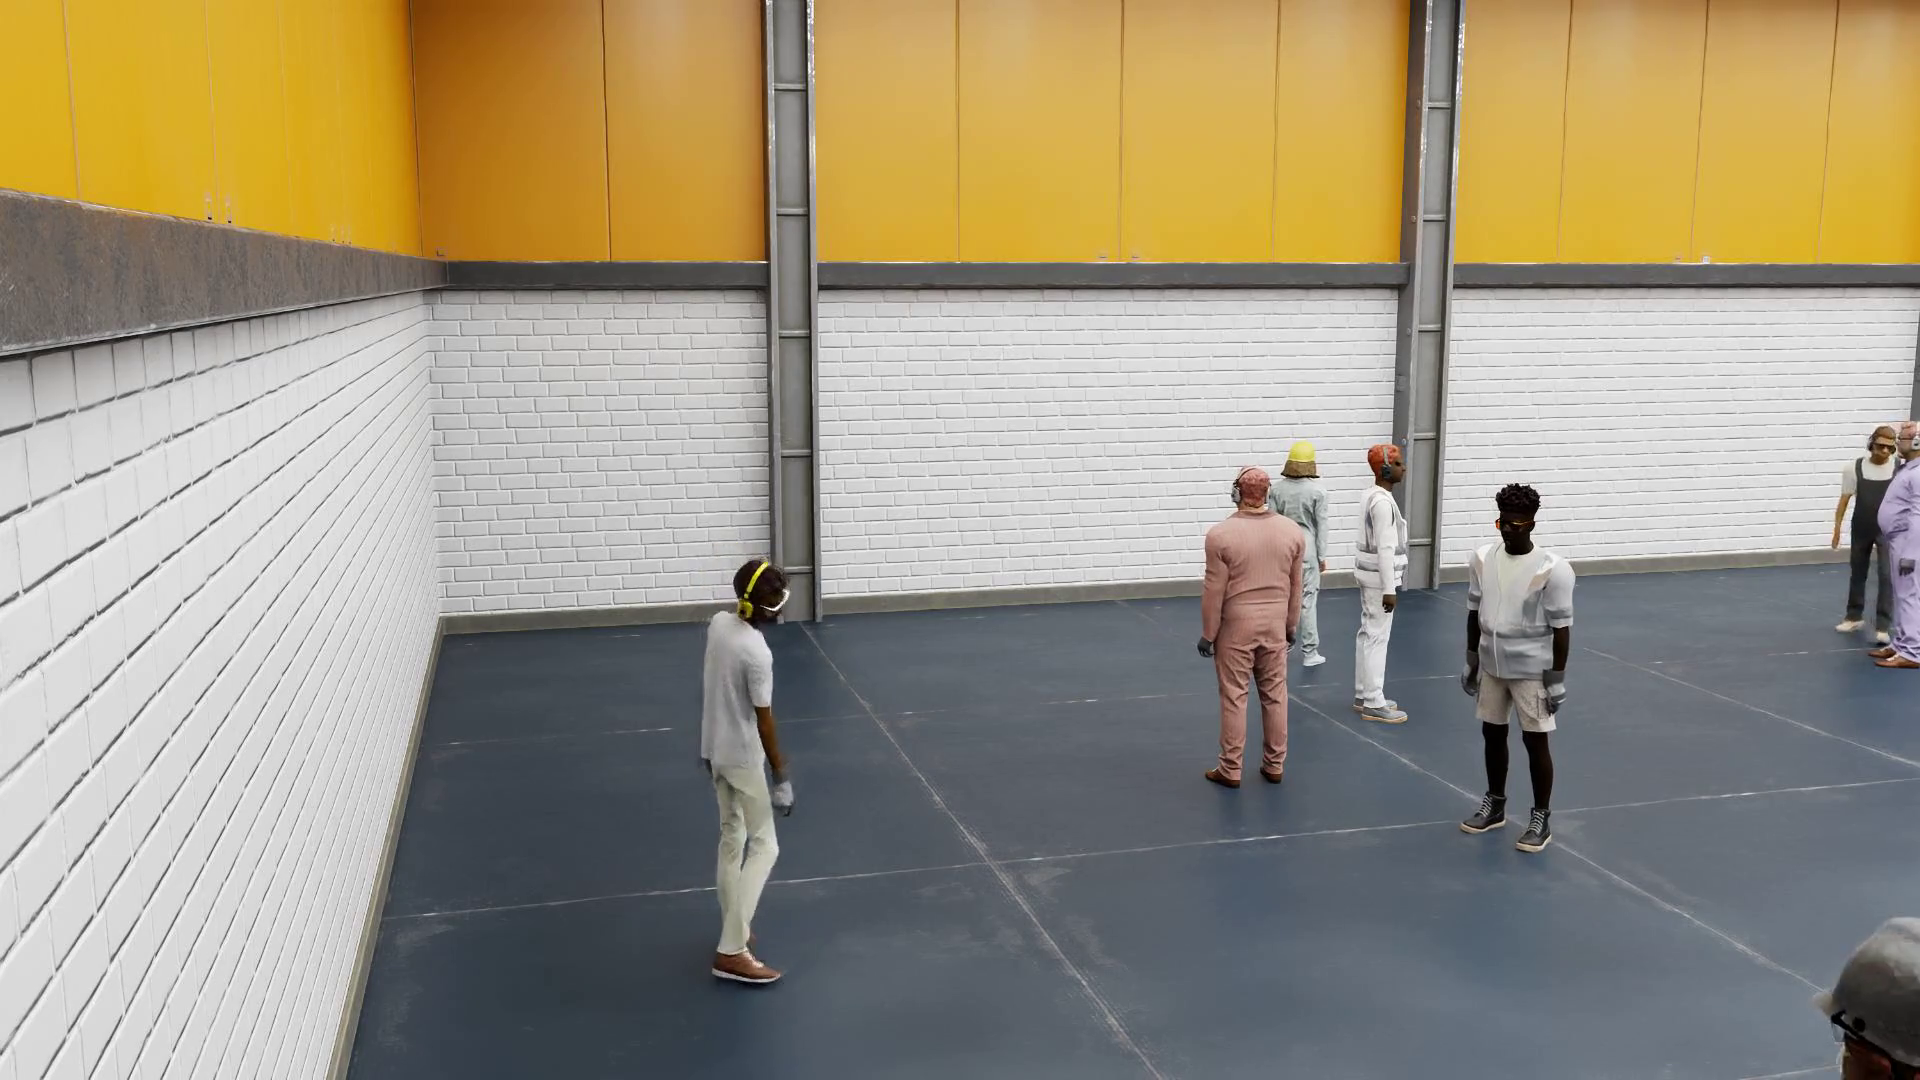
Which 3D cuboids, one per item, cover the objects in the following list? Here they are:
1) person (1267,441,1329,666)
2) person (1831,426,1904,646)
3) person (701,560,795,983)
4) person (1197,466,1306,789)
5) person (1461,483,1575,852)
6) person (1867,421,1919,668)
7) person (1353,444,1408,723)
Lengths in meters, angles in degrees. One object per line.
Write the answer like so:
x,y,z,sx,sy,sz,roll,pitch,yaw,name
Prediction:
2.620,0.102,12.912,0.487,1.744,0.314,5,11,30,person
7.503,-0.044,13.657,0.625,1.782,0.920,6,11,31,person
-0.963,0.981,7.180,0.373,1.833,0.649,-7,12,-38,person
1.703,0.513,9.833,0.639,1.911,0.406,-3,9,-16,person
2.930,0.663,8.787,0.401,1.953,0.617,-6,11,-35,person
7.298,0.033,12.836,0.407,1.907,0.640,4,10,22,person
2.868,0.287,11.316,0.355,1.885,0.576,1,9,4,person
